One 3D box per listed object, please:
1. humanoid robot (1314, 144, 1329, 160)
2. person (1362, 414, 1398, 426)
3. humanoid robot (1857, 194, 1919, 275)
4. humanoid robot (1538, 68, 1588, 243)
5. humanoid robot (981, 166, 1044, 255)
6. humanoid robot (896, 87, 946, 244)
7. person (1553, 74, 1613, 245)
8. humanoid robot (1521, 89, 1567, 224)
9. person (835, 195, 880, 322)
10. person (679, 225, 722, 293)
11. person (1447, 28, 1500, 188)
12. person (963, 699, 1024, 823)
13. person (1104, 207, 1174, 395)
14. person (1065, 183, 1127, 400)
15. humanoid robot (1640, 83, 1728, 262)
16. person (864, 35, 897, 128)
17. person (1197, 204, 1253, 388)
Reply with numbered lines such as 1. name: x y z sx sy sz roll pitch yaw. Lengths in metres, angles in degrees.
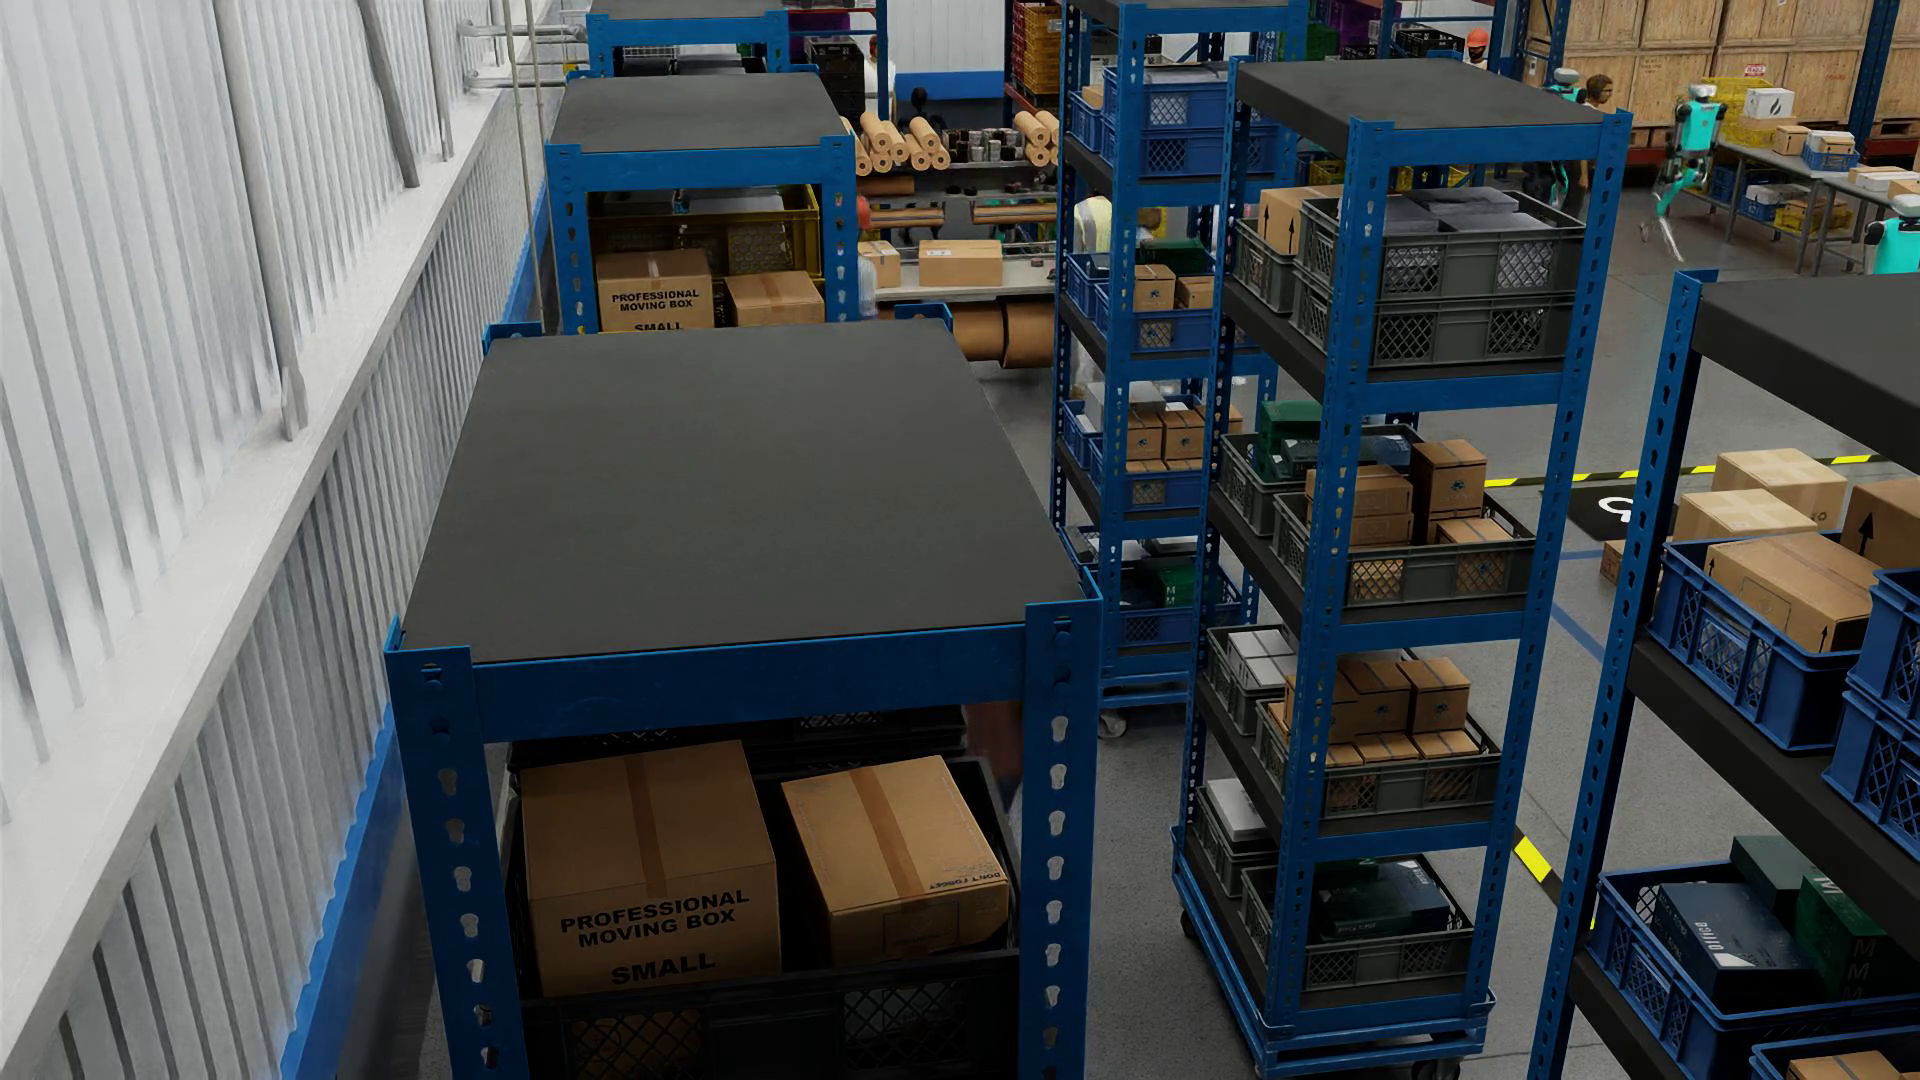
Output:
1. humanoid robot: 4.179 -4.676 18.840 0.551 1.909 0.732 -19 31 -35
2. person: 1.945 0.189 7.992 0.596 1.852 0.375 -3 25 -6
3. humanoid robot: 6.648 -1.544 11.734 0.533 1.680 0.735 1 25 2
4. humanoid robot: 6.096 -3.794 16.870 0.541 1.868 0.681 -4 25 -9
5. humanoid robot: 0.557 -2.527 14.072 0.795 1.800 0.530 -8 26 -16
6. humanoid robot: -0.385 -3.742 16.775 0.583 1.628 0.752 -9 26 -19
7. person: 6.101 -3.630 16.323 0.355 1.835 0.499 8 26 17
8. humanoid robot: 5.792 -3.639 16.515 0.603 1.646 0.324 -20 32 -37
9. person: -0.842 -1.278 11.020 0.643 1.988 0.641 16 29 30
10. person: -1.893 -1.796 12.286 0.518 1.873 0.328 10 26 20
11. person: 5.646 -4.684 18.485 0.543 1.938 0.351 17 30 33
12. person: 0.093 0.901 6.586 0.520 1.728 0.849 -3 25 -7
13. person: 1.382 -1.780 12.437 0.740 1.710 0.495 -9 26 -18
14. person: 1.067 -1.971 12.700 0.632 1.842 0.429 -10 27 -21
15. humanoid robot: 7.129 -3.734 16.715 0.530 1.776 1.014 -6 25 -12
16. person: -0.950 -4.772 18.798 0.564 1.836 0.387 -19 31 -36
17. person: 2.075 -2.069 12.852 0.506 1.887 0.628 -11 27 -22
